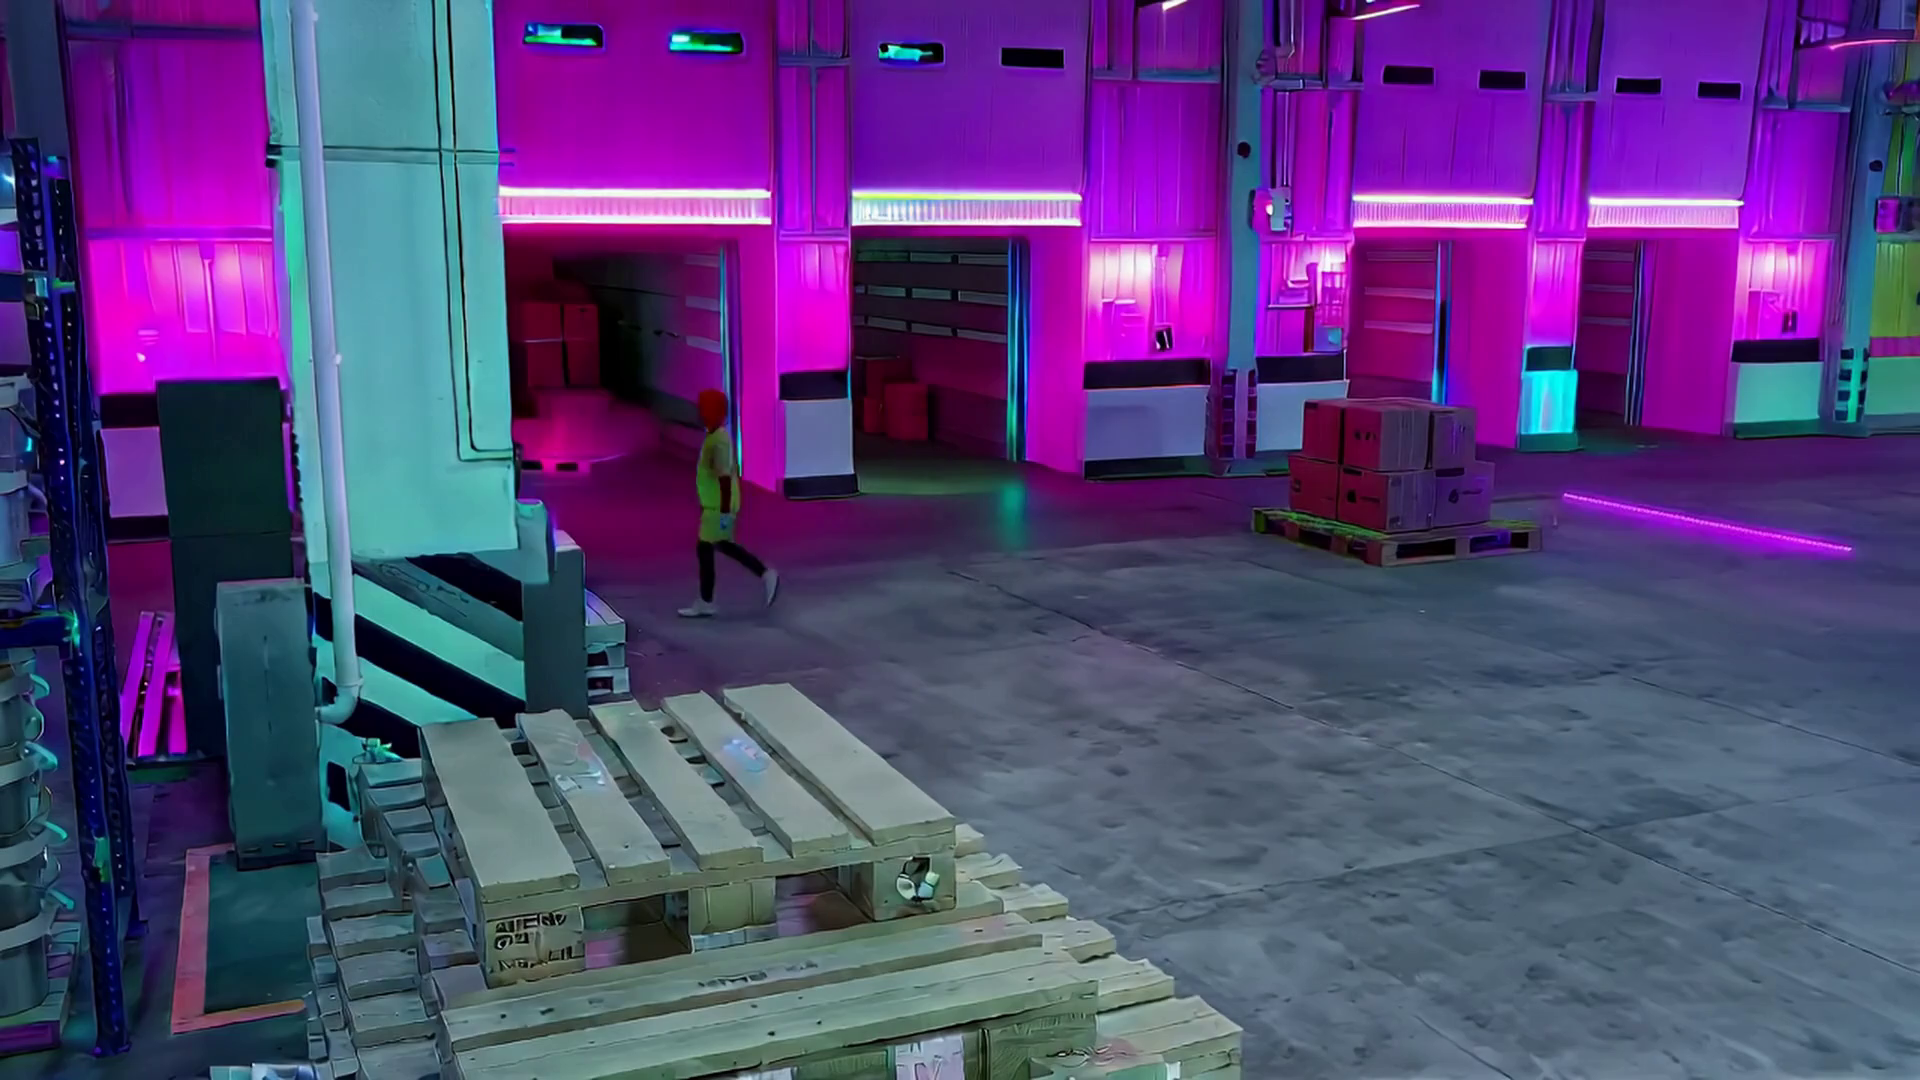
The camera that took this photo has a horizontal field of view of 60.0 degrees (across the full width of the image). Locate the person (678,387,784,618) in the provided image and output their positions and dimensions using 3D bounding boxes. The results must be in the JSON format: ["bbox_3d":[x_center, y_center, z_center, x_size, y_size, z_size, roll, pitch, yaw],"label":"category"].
[{"bbox_3d":[-1.667,-0.272,12.003,0.707,1.674,0.535,-1,10,-8],"label":"person"}]
